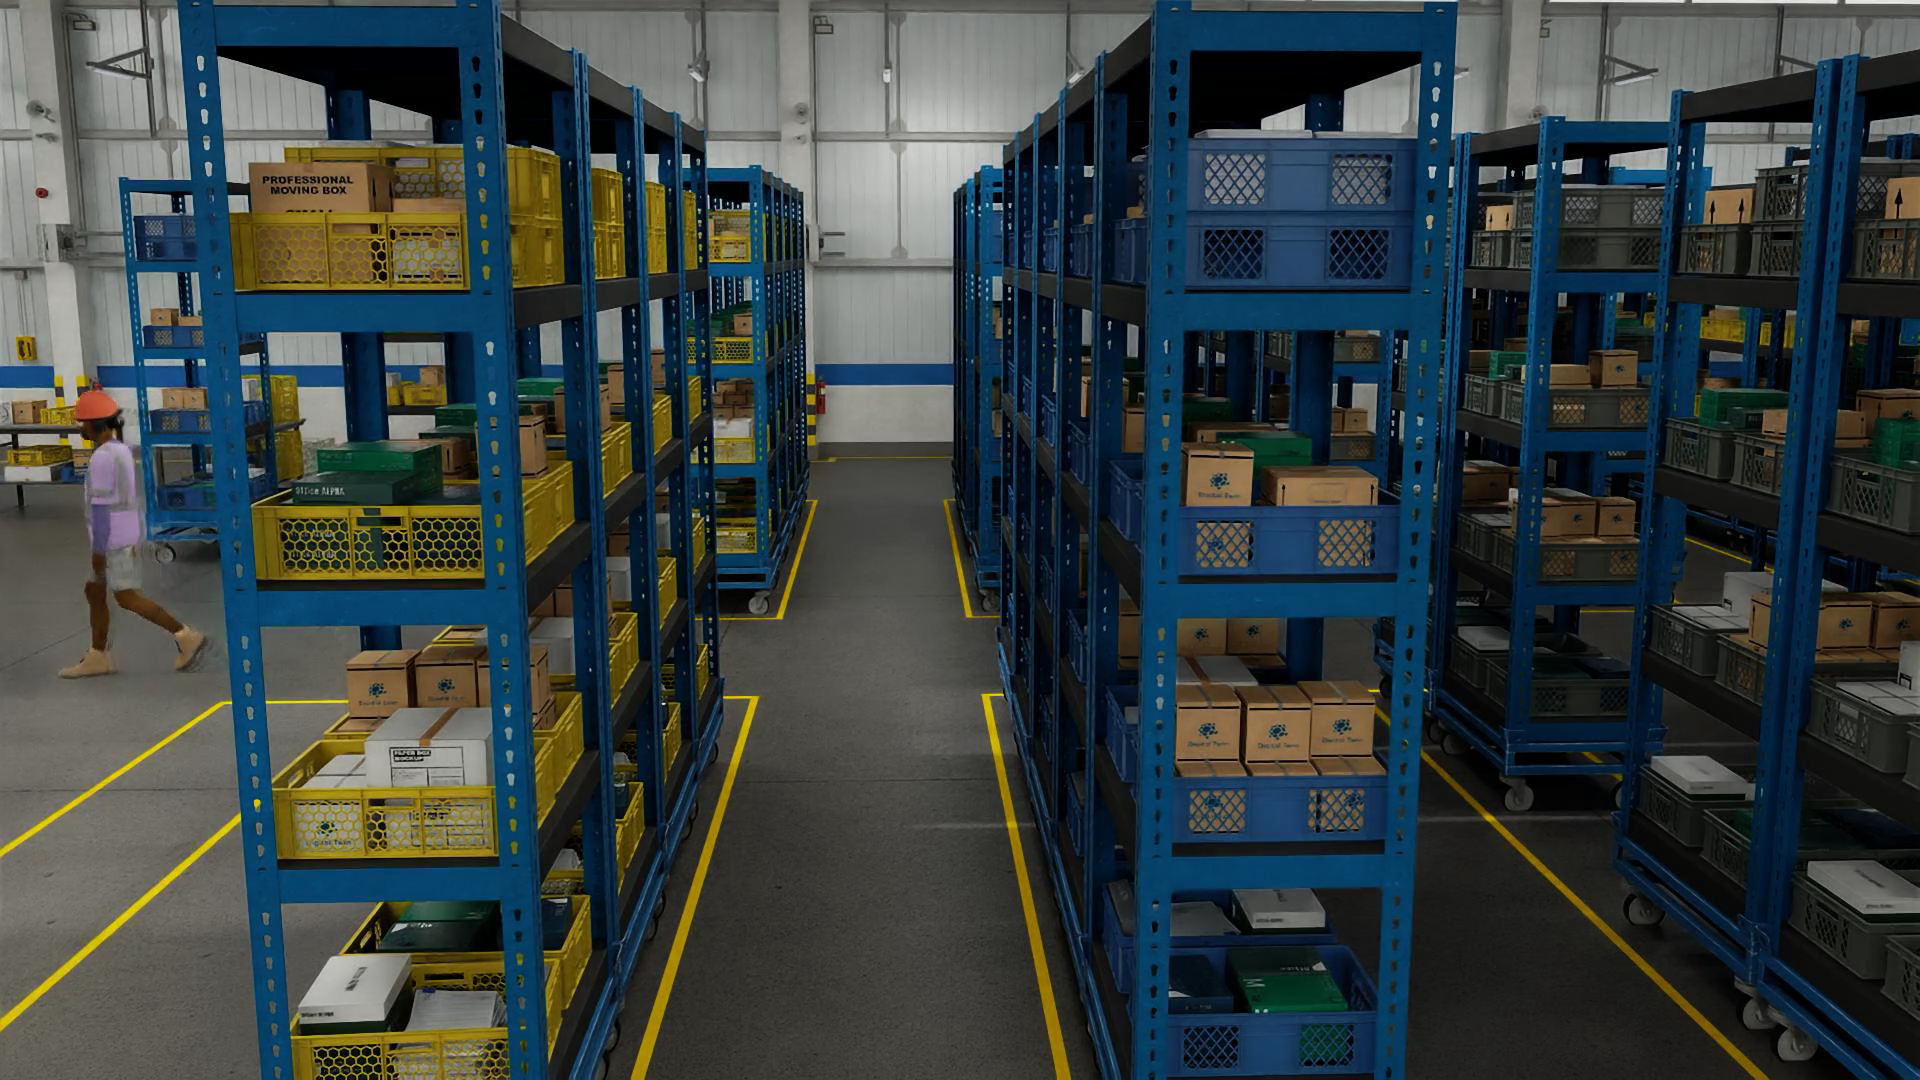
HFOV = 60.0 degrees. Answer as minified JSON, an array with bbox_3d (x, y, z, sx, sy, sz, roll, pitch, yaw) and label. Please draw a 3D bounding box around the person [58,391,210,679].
[{"bbox_3d":[-5.750,-0.028,11.455,0.934,2.014,0.620,-3,10,-18],"label":"person"}]
